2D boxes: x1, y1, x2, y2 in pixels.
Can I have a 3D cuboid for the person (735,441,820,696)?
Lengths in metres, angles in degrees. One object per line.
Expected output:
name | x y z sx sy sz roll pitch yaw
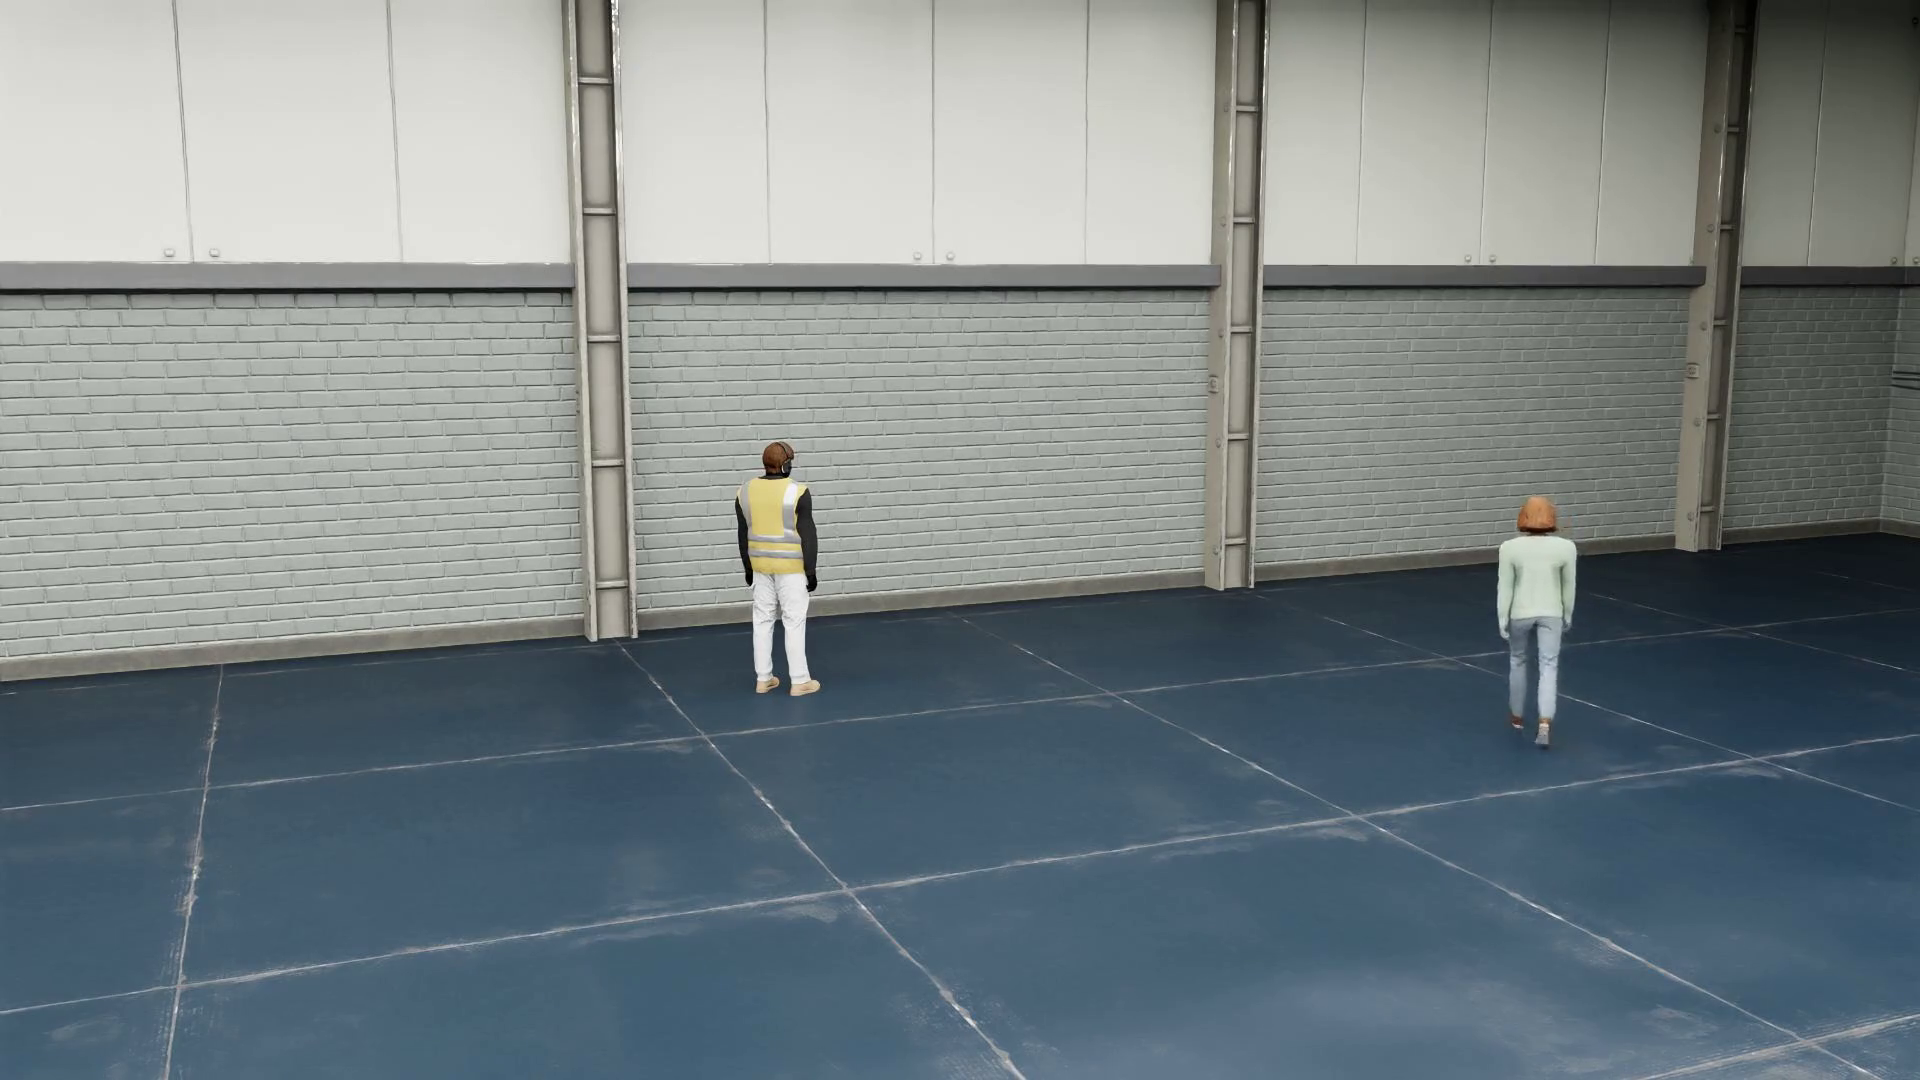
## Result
person | -1.297 0.208 12.035 0.621 1.845 0.429 4 10 22

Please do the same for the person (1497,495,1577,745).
person | 3.765 0.508 10.882 0.491 1.606 0.783 3 9 17
